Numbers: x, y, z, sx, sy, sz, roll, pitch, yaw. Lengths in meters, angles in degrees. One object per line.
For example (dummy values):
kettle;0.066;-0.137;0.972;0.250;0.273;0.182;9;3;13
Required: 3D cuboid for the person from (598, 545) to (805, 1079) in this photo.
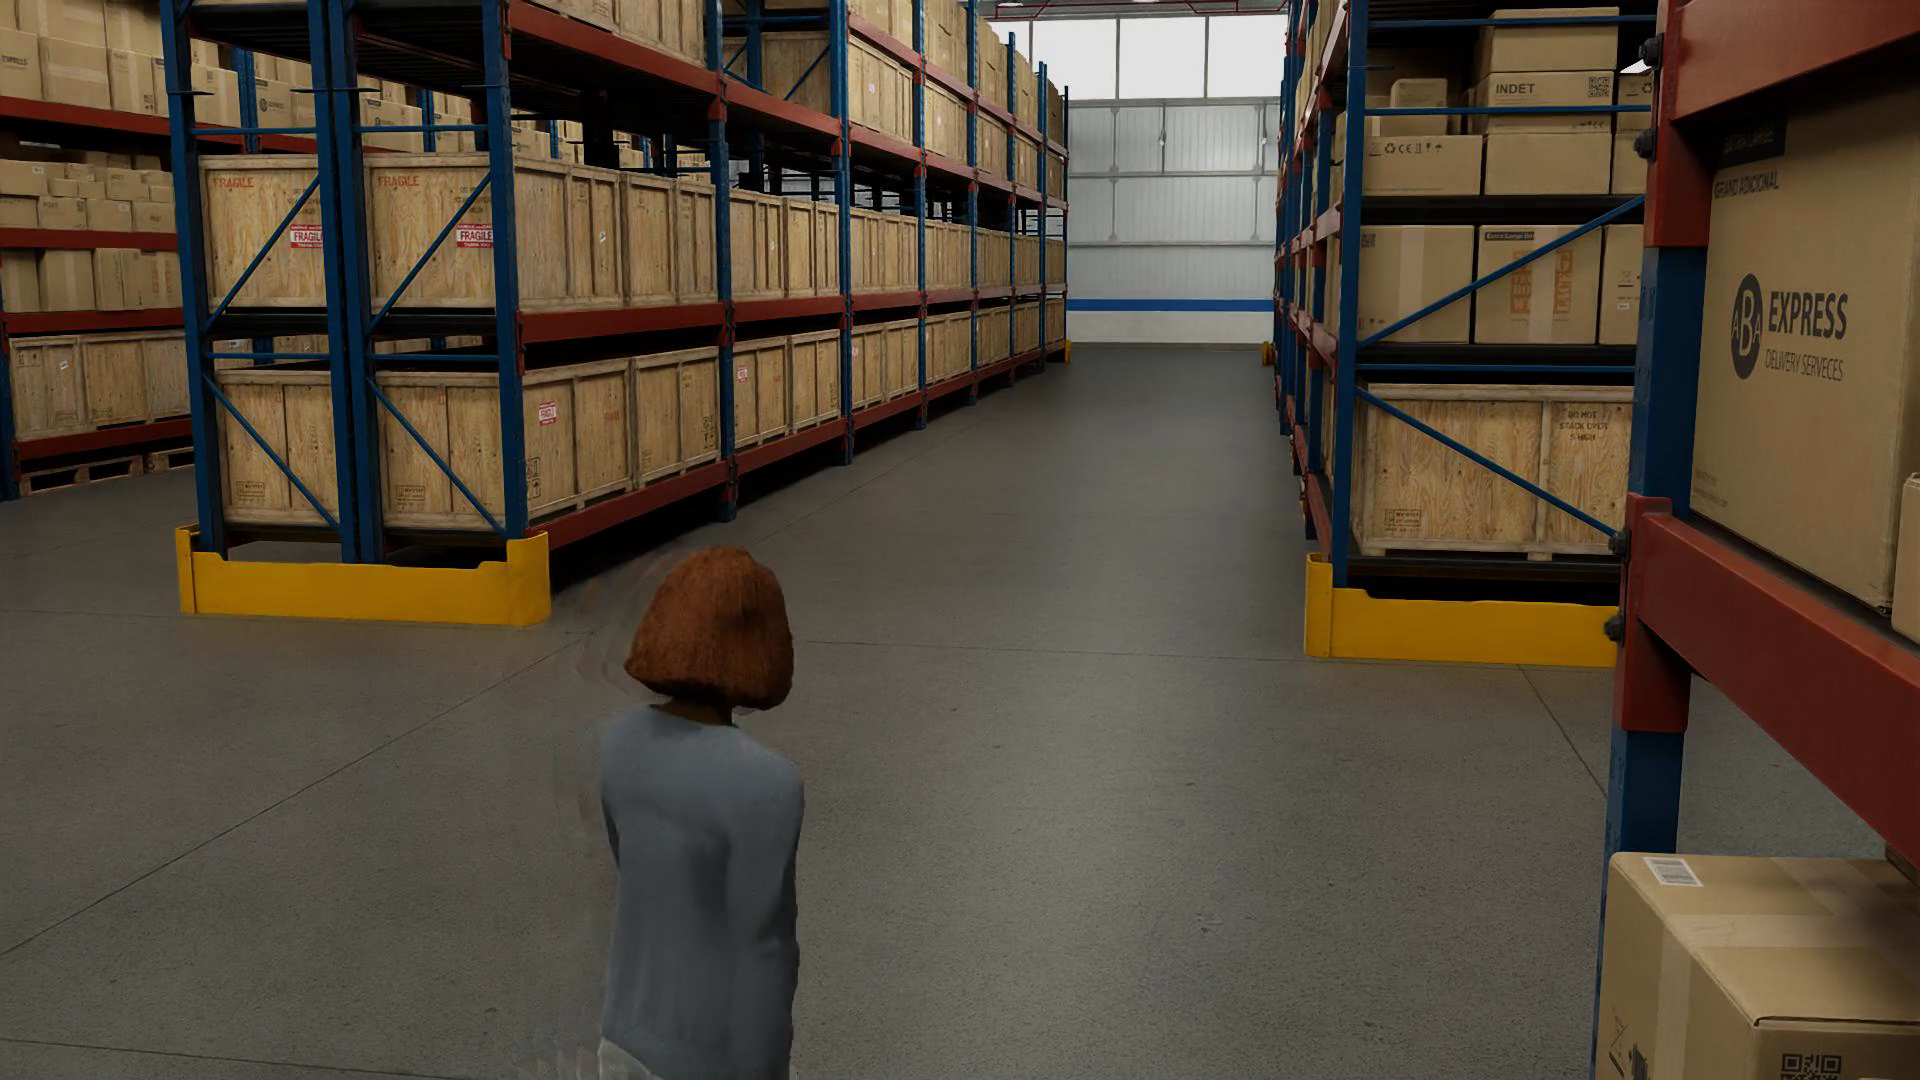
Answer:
person;-0.351;0.795;2.718;0.518;1.585;0.852;9;13;43
